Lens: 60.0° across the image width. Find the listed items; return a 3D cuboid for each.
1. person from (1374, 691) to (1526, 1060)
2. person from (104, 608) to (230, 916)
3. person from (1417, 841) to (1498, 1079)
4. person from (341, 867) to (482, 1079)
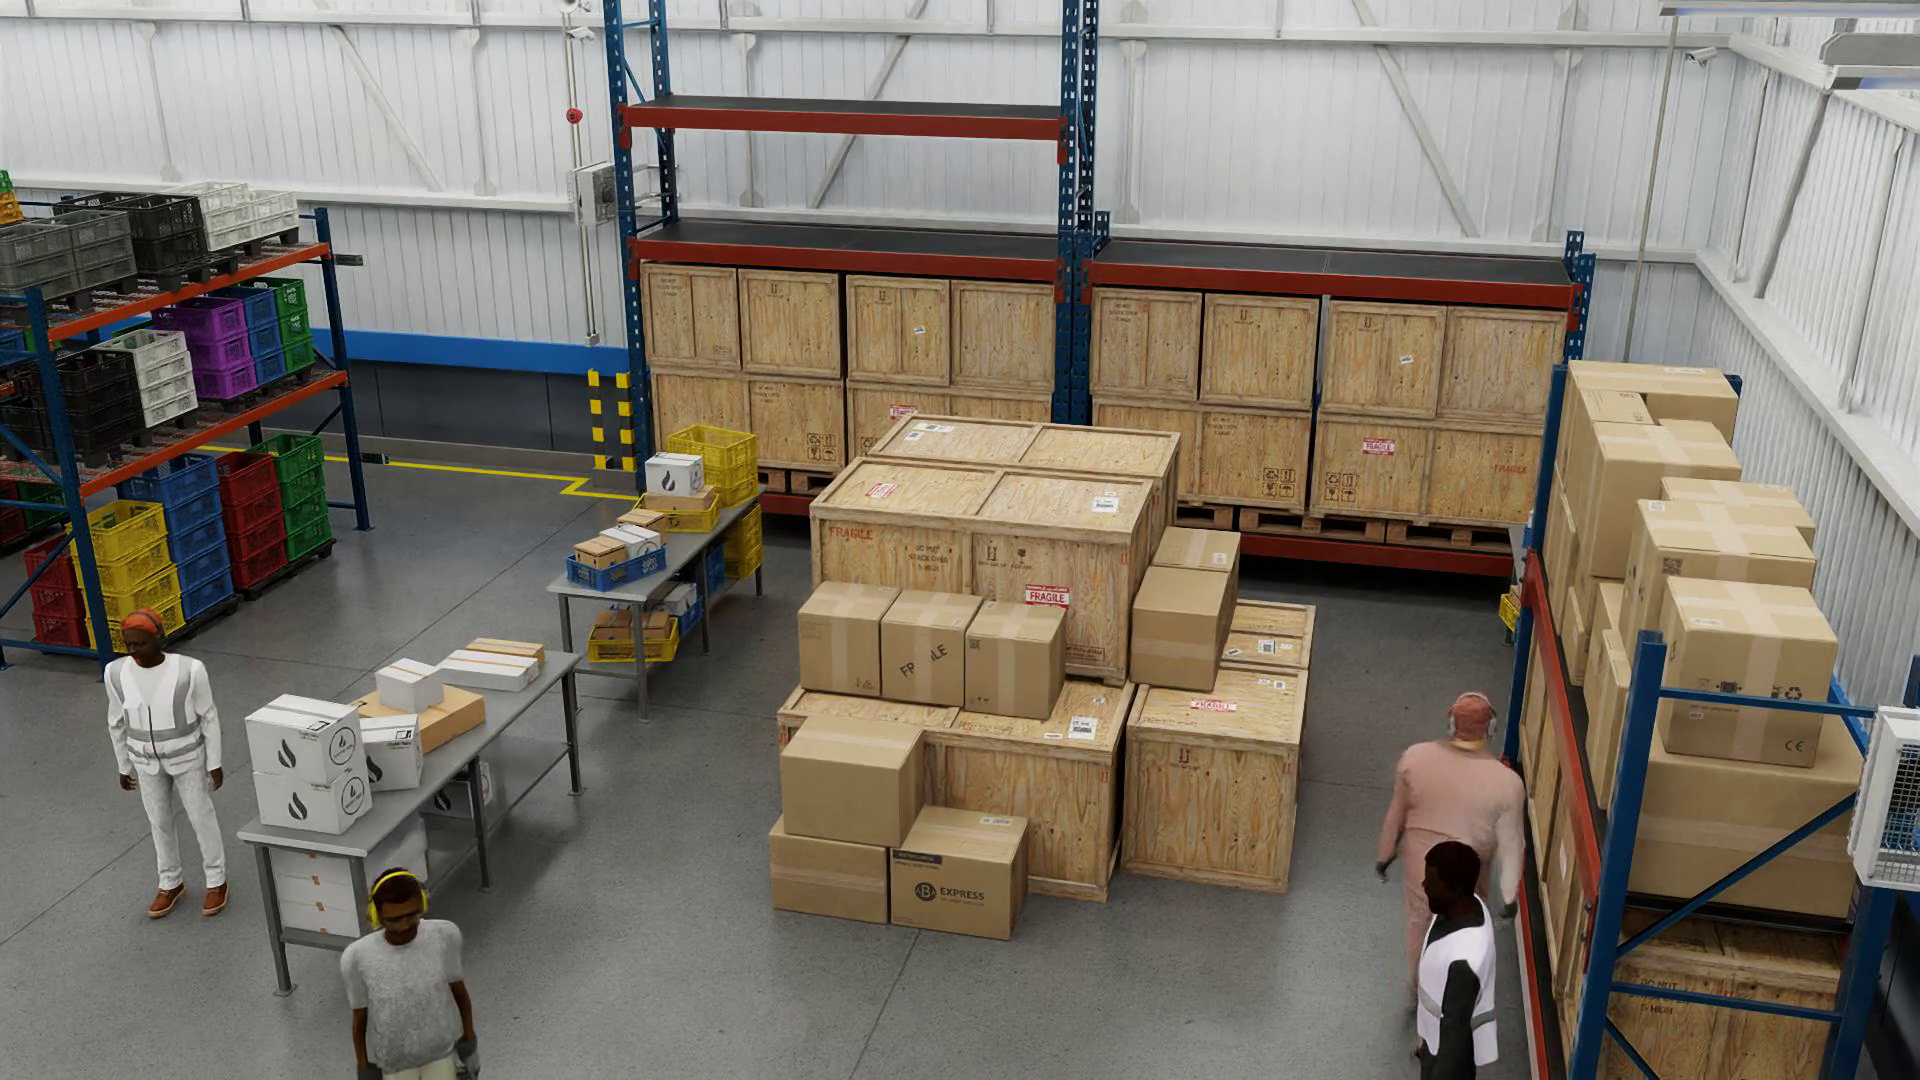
[{"bbox_3d":[2.521,1.658,8.485,0.737,1.854,0.943,15,26,35],"label":"person"},{"bbox_3d":[-4.496,1.265,9.455,0.587,1.882,0.341,-1,21,-3],"label":"person"},{"bbox_3d":[2.087,2.146,7.125,0.411,1.907,0.600,5,21,13],"label":"person"},{"bbox_3d":[-2.292,2.203,7.039,0.509,1.865,0.332,-11,23,-26],"label":"person"}]
